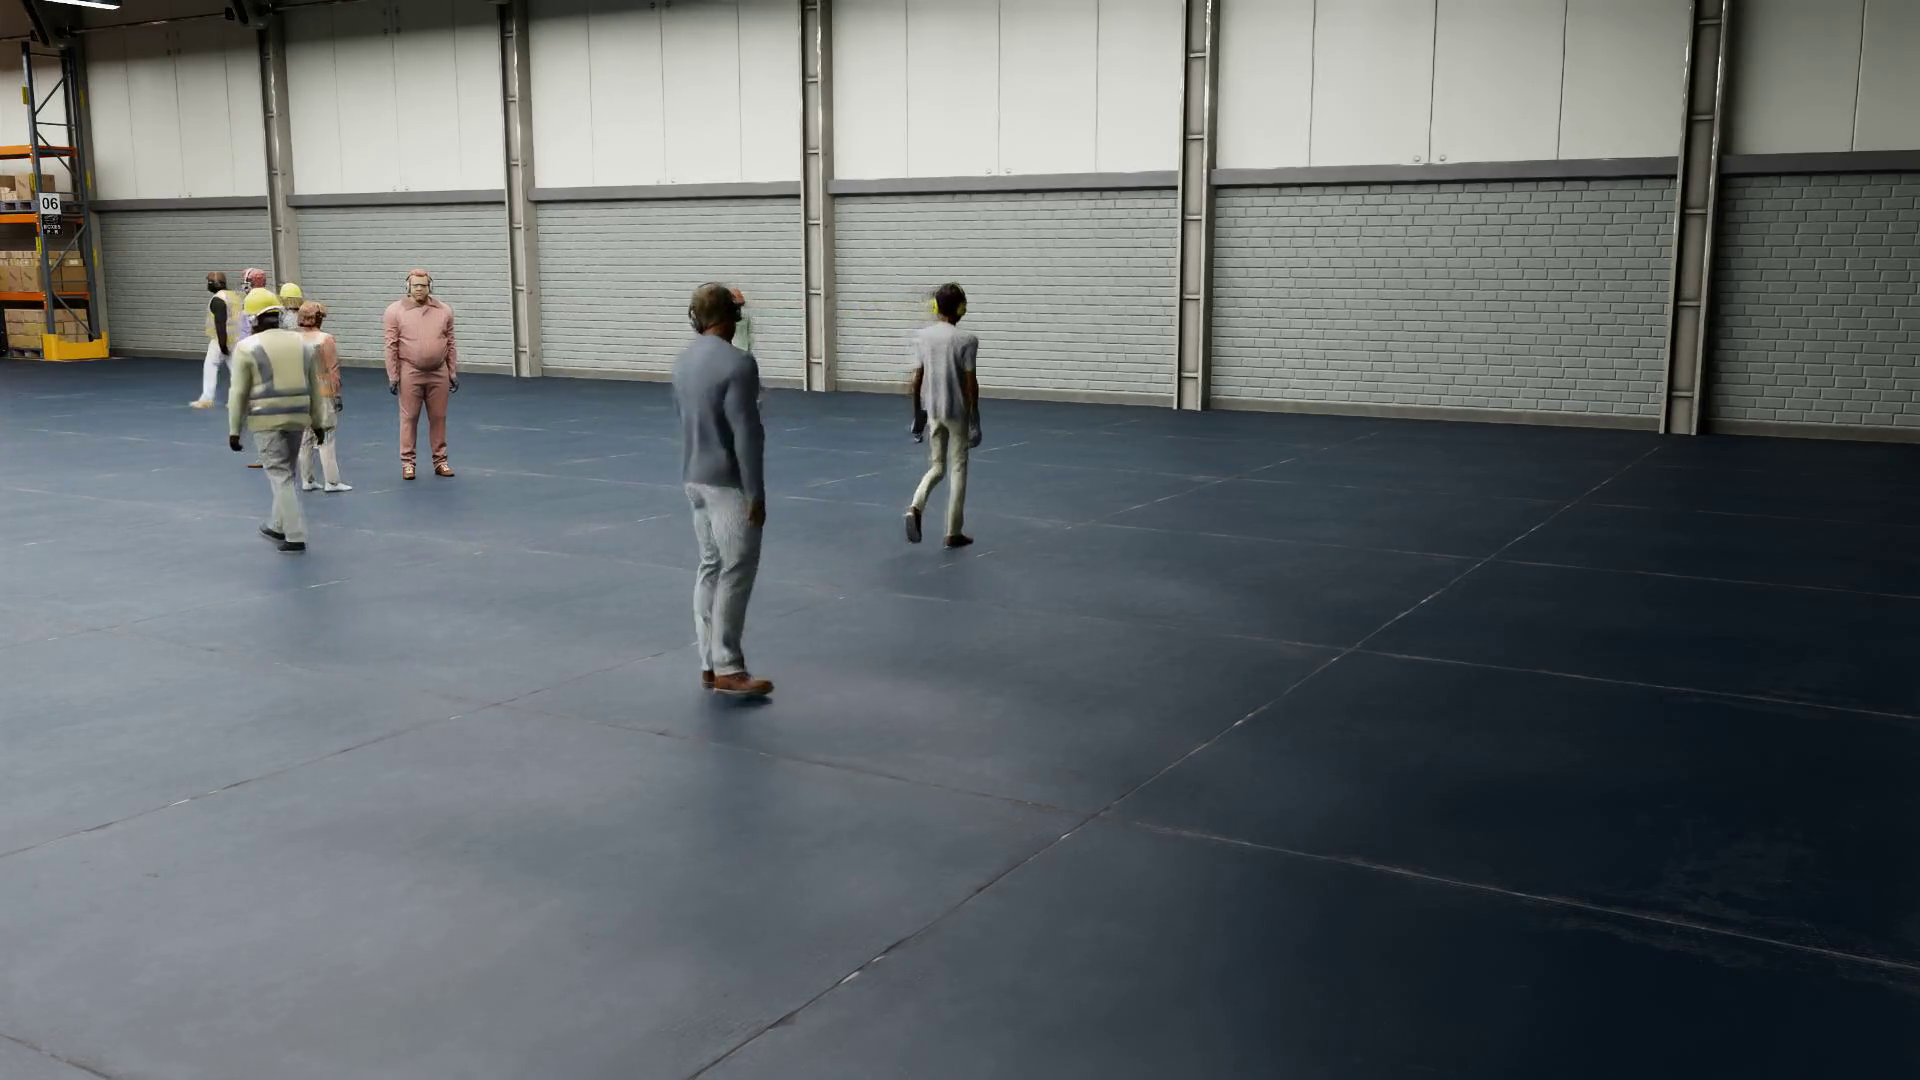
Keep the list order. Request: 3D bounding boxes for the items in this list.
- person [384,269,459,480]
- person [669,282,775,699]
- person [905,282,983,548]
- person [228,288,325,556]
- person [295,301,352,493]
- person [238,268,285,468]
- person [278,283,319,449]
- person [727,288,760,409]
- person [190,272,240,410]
[{"bbox_3d":[-4.885,-1.506,15.153,0.652,1.904,0.403,-7,12,-34],"label":"person"},{"bbox_3d":[-1.099,-0.234,7.739,0.347,1.908,0.765,-7,12,-36],"label":"person"},{"bbox_3d":[-0.112,-0.841,11.429,0.529,1.849,0.553,6,11,30],"label":"person"},{"bbox_3d":[-4.742,-0.806,11.360,0.848,1.794,0.619,6,11,32],"label":"person"},{"bbox_3d":[-5.513,-1.219,14.254,0.513,1.638,0.309,4,10,21],"label":"person"},{"bbox_3d":[-6.710,-1.647,15.986,0.400,1.905,0.643,0,10,-2],"label":"person"},{"bbox_3d":[-6.908,-1.793,17.307,0.312,1.744,0.487,5,11,26],"label":"person"},{"bbox_3d":[-2.822,-2.363,20.991,0.465,1.622,0.523,5,11,29],"label":"person"},{"bbox_3d":[-9.852,-2.624,21.989,0.815,1.816,0.630,0,10,-2],"label":"person"}]
